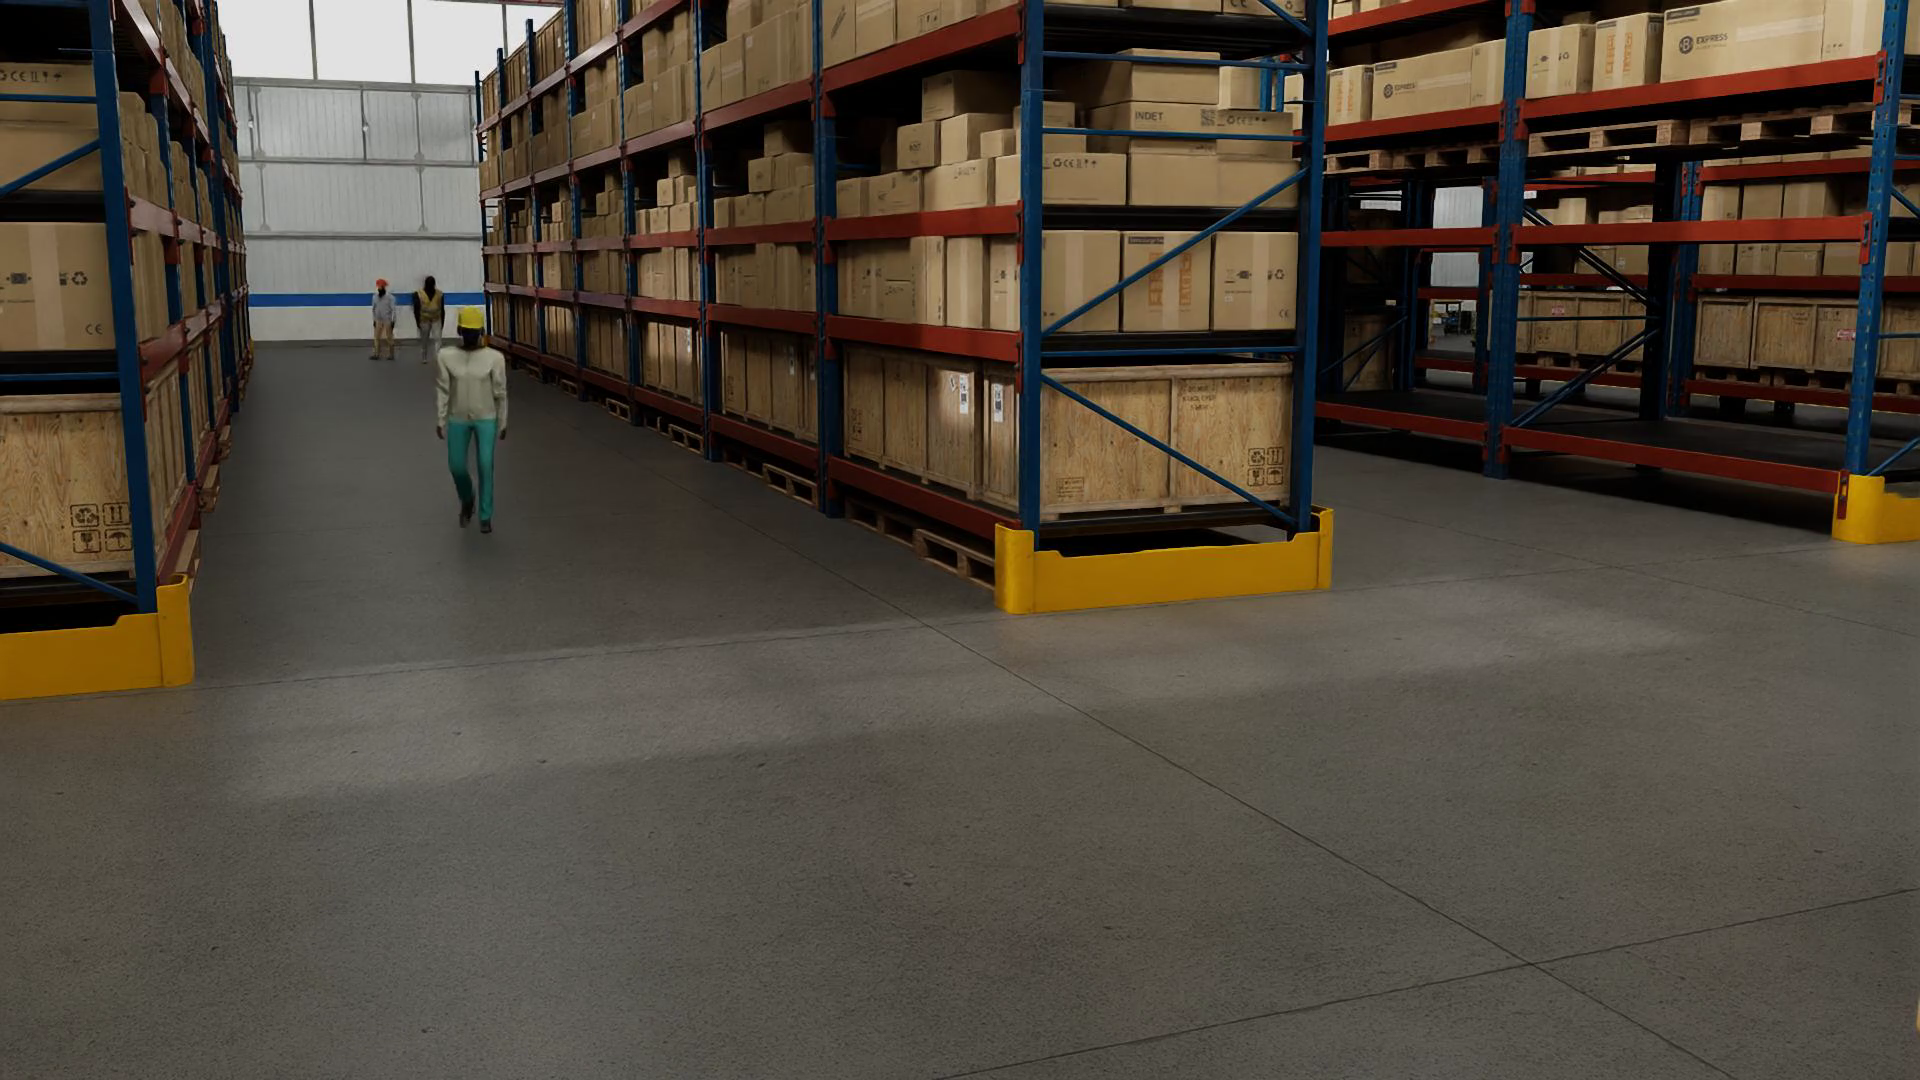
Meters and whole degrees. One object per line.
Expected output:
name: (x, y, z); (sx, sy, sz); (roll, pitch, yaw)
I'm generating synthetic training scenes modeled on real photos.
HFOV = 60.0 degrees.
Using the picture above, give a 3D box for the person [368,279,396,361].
person: (-12.164, -4.616, 34.962); (0.596, 1.715, 0.814); (2, 10, 12)

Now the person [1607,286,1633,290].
person: (13.724, -4.661, 34.568); (0.388, 1.947, 0.613); (-8, 12, -40)

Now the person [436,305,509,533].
person: (-3.722, -0.916, 12.718); (0.544, 1.750, 0.367); (-2, 10, -12)

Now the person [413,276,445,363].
person: (-10.824, -4.476, 33.916); (0.626, 1.807, 0.923); (-5, 11, -27)
